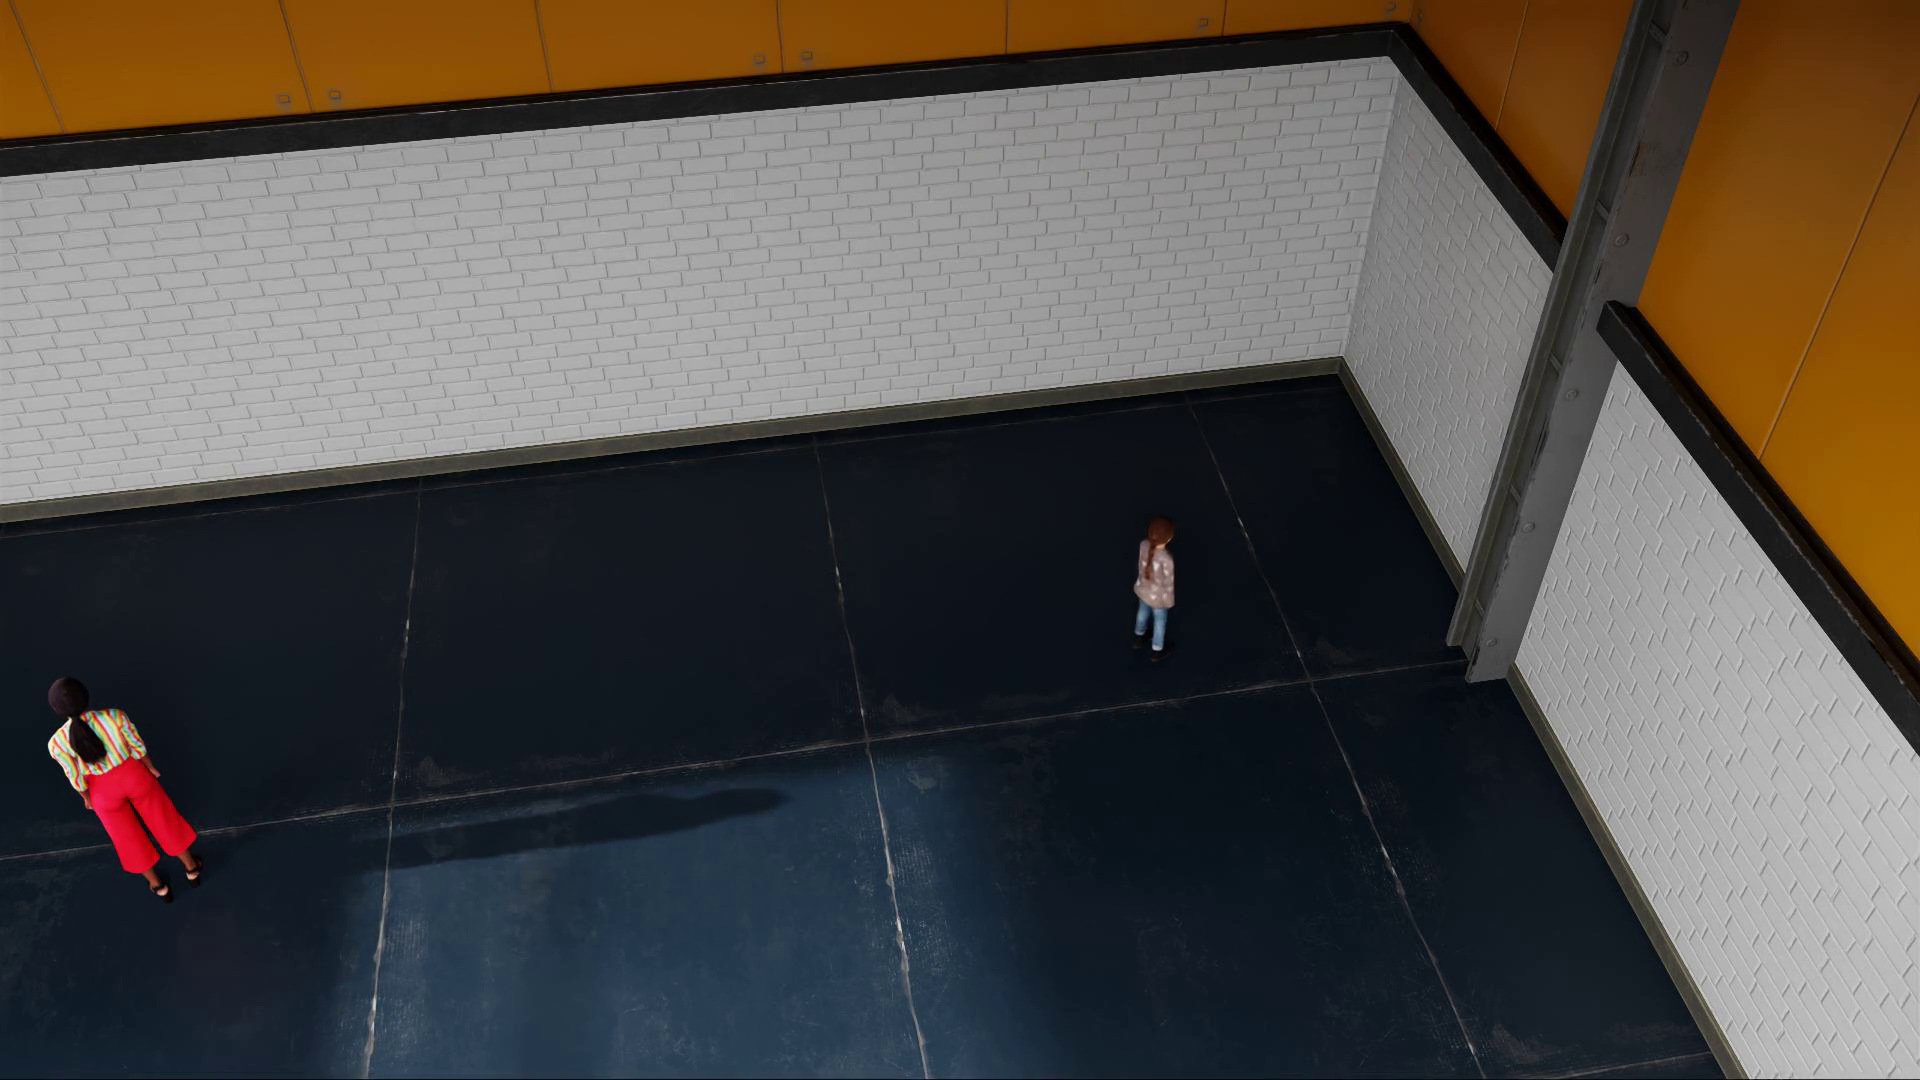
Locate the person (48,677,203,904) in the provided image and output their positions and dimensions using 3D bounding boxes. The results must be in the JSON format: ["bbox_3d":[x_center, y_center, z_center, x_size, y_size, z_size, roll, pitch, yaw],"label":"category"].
[{"bbox_3d":[-4.719,1.410,9.370,0.679,1.792,0.678,-27,50,-25],"label":"person"}]

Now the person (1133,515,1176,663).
[{"bbox_3d":[1.260,0.318,10.954,0.637,1.189,0.540,-26,49,-25],"label":"person"}]
